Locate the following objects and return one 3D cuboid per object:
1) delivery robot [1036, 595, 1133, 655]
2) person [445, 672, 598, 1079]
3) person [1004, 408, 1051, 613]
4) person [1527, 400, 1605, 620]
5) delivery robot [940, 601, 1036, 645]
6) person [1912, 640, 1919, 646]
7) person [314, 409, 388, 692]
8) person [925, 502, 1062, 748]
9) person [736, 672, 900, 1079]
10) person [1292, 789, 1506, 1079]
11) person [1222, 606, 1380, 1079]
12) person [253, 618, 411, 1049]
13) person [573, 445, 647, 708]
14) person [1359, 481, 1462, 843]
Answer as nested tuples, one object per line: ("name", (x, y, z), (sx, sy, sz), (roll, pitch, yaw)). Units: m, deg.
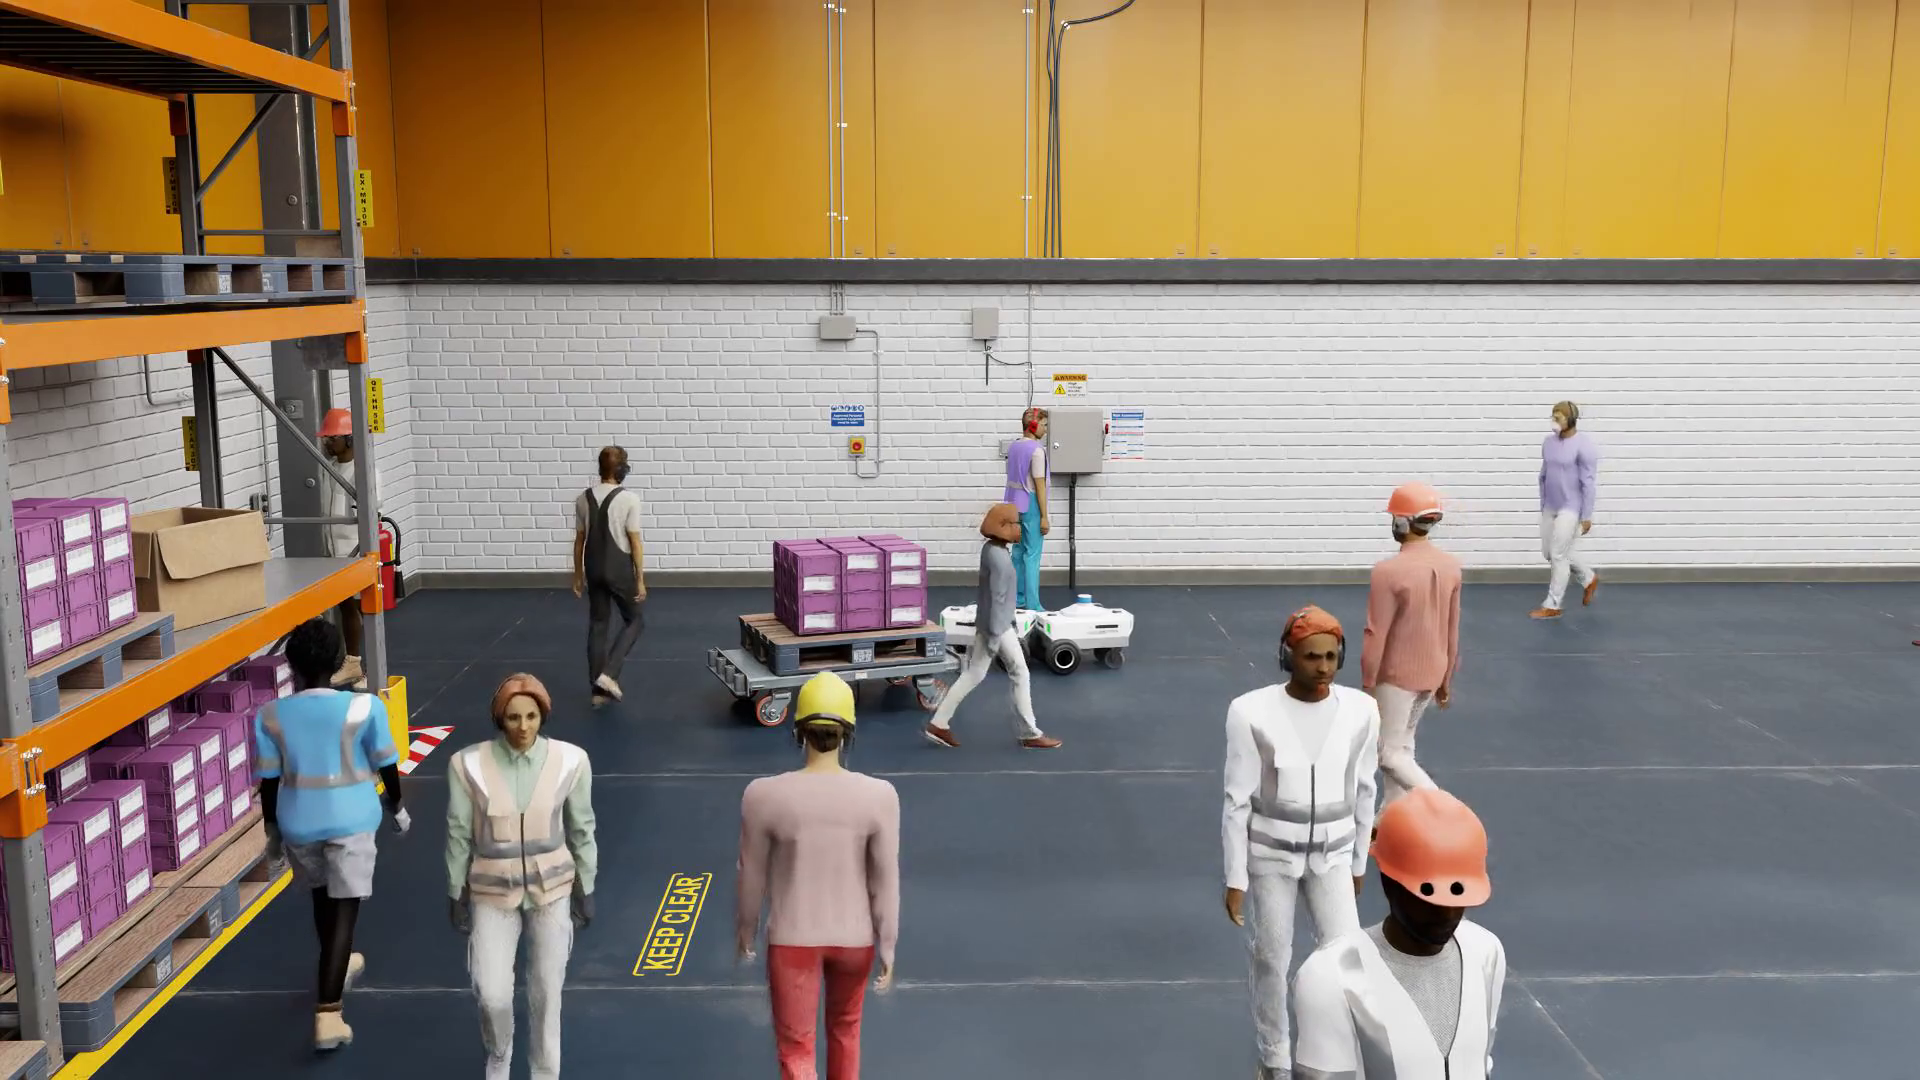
("delivery robot", (0.948, 0.659, 12.643), (0.707, 0.478, 0.477), (-2, 9, -13))
("person", (-1.540, 1.268, 5.877), (0.522, 1.626, 0.362), (-3, 10, -20))
("person", (0.588, -0.229, 14.451), (0.388, 1.837, 0.564), (-4, 10, -26))
("person", (5.315, -0.264, 14.444), (0.745, 1.919, 0.633), (-3, 10, -19))
("delivery robot", (0.213, 0.645, 12.725), (0.707, 0.478, 0.477), (2, 9, 13))
("person", (8.070, -0.047, 13.190), (0.681, 1.885, 0.655), (0, 9, 1))
("person", (-4.396, 0.080, 11.953), (0.629, 2.041, 0.403), (6, 11, 35))
("person", (0.191, 0.546, 10.450), (0.850, 1.595, 0.514), (-2, 9, -11))
("person", (-0.443, 1.303, 5.393), (0.524, 1.730, 0.838), (-2, 10, -13))
("person", (0.990, 1.478, 3.686), (0.551, 1.933, 0.376), (-4, 10, -25))
("person", (1.202, 1.165, 5.851), (0.586, 1.860, 0.636), (-1, 9, -4))
("person", (-2.522, 1.136, 6.648), (0.541, 1.654, 0.882), (0, 9, 1))
("person", (-2.418, 0.257, 11.501), (0.621, 1.826, 0.411), (3, 10, 20))
("person", (2.323, 0.688, 8.428), (0.622, 1.968, 0.802), (-7, 11, -35))
